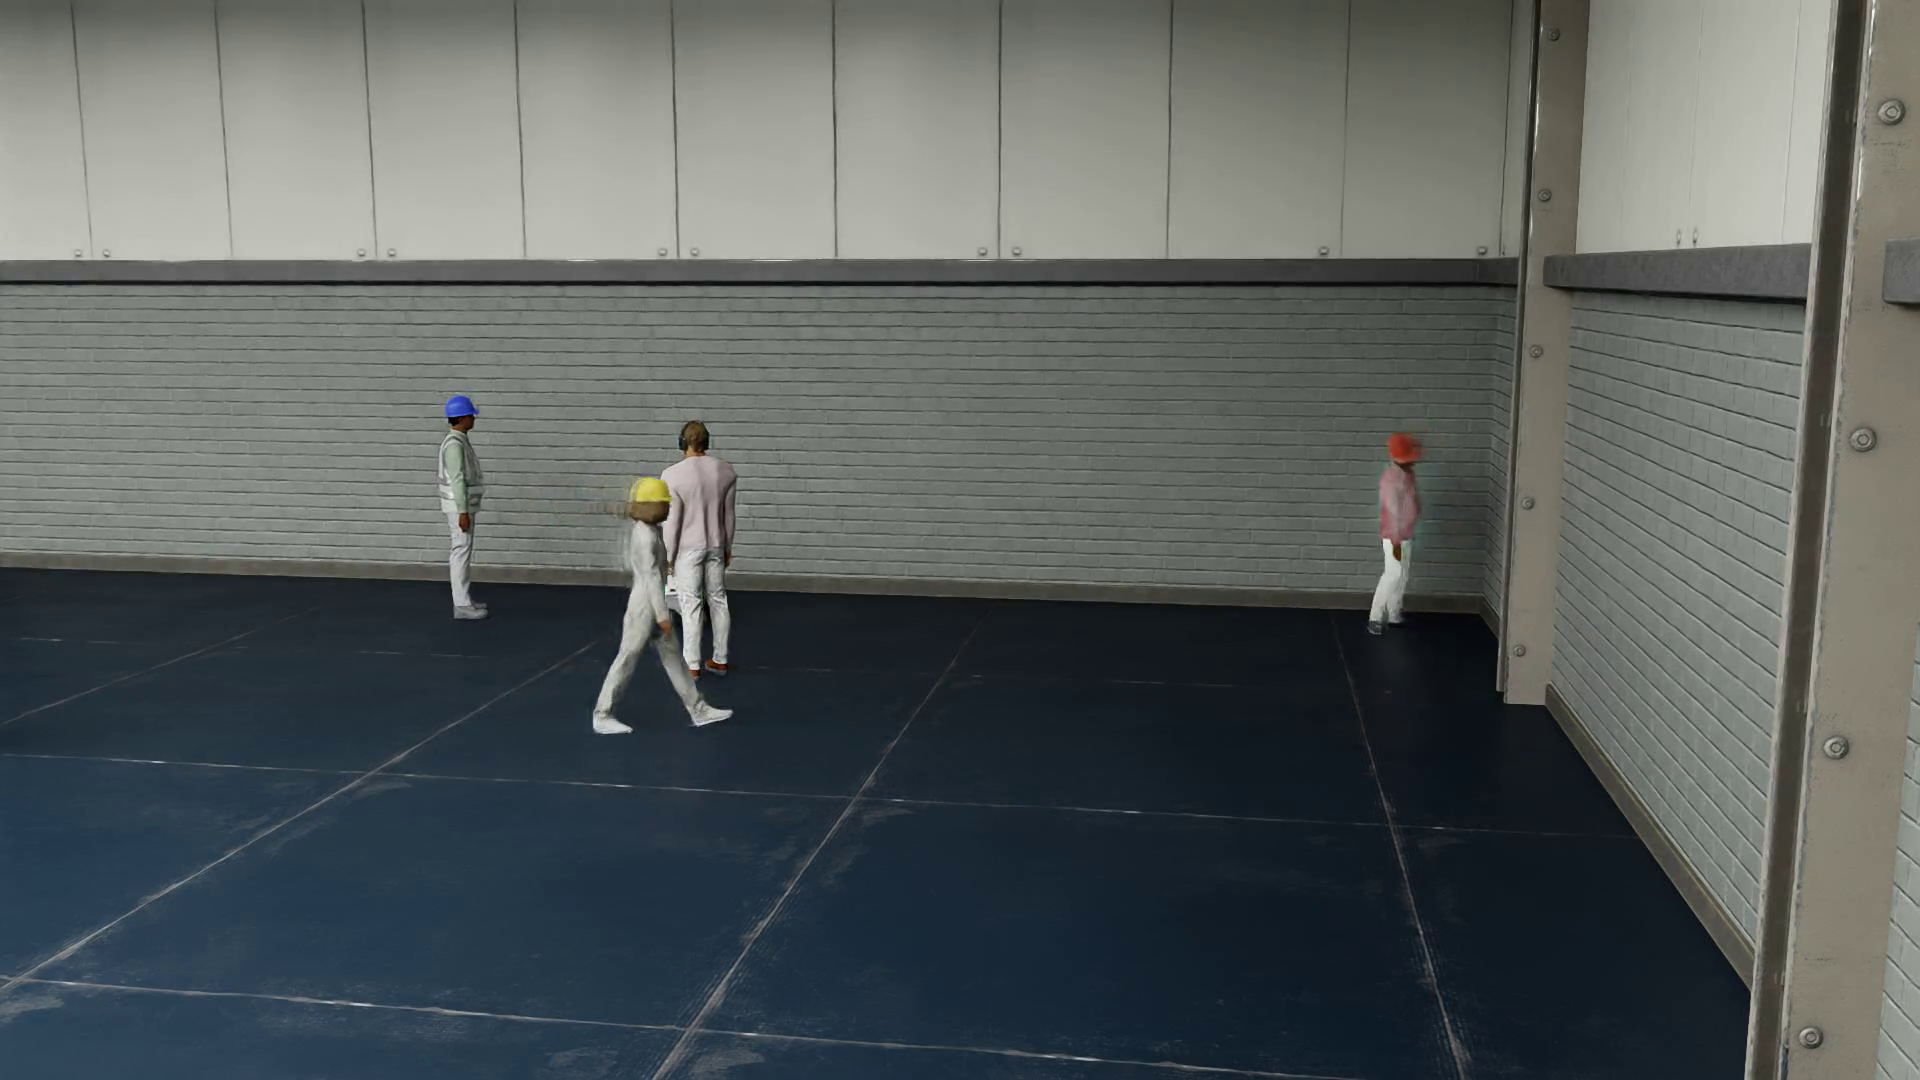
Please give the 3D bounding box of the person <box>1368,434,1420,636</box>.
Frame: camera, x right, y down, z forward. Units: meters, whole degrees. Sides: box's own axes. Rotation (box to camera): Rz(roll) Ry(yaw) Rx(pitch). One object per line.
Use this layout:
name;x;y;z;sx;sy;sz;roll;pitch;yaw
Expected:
person;3.656;-0.053;13.889;0.349;1.700;0.648;5;11;30

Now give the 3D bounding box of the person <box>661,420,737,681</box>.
person;-1.945;0.078;12.331;0.629;1.940;0.373;-8;12;-42

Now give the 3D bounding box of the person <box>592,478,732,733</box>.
person;-1.999;0.433;10.884;0.928;1.684;0.498;-1;9;-9

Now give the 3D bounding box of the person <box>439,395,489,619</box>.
person;-4.355;-0.290;14.557;0.375;1.950;0.615;-3;10;-15
